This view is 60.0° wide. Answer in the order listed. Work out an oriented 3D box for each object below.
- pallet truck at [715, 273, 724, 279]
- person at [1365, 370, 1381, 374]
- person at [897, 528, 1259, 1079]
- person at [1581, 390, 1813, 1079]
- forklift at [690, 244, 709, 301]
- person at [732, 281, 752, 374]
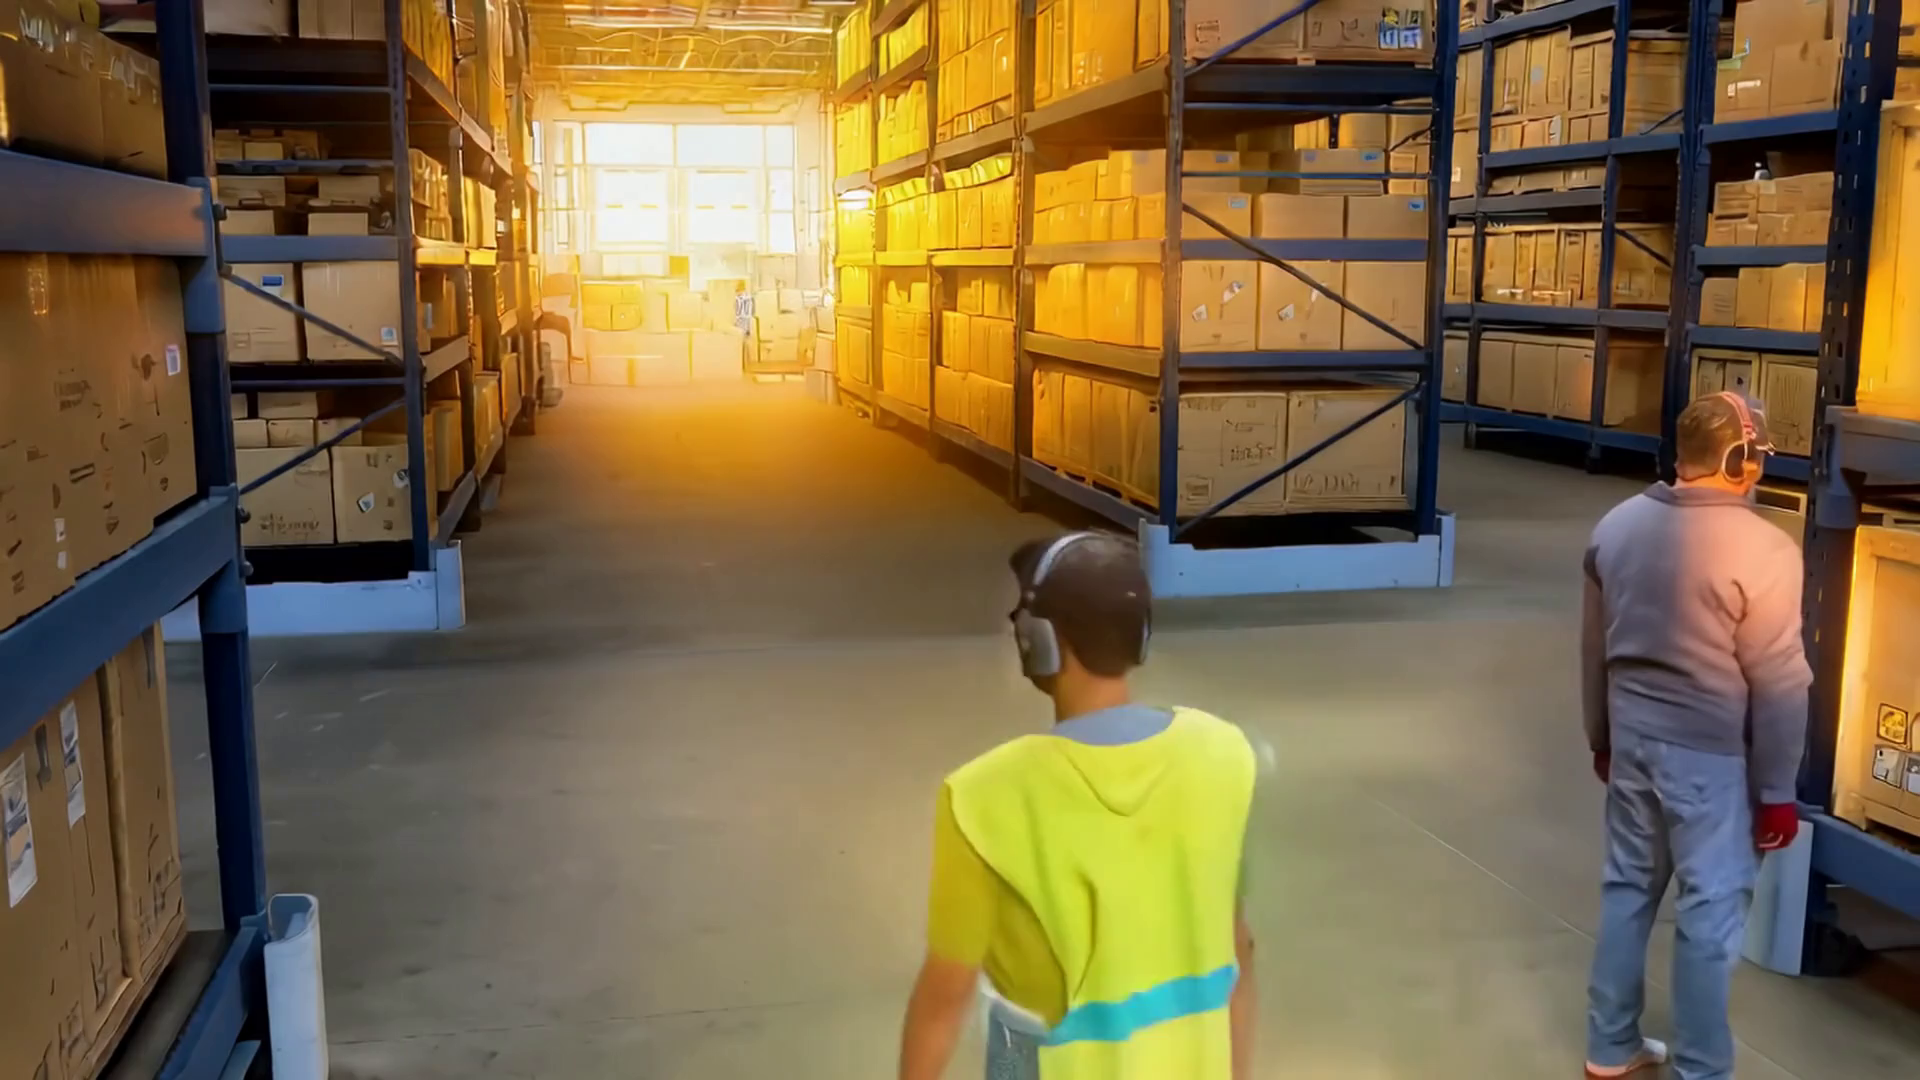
[{"bbox_3d":[-8.580,-8.986,62.280,1.885,1.965,0.823,1,9,5],"label":"pallet truck"},{"bbox_3d":[3.672,-1.146,15.427,0.319,1.690,0.530,-9,13,-42],"label":"person"},{"bbox_3d":[0.134,0.881,2.677,0.592,1.809,0.831,-7,11,-35],"label":"person"},{"bbox_3d":[1.933,0.562,4.362,0.401,1.906,0.649,-4,10,-24],"label":"person"},{"bbox_3d":[-6.844,-6.465,44.229,1.873,2.768,1.129,0,9,3],"label":"forklift"},{"bbox_3d":[-4.571,-4.436,34.736,0.378,1.932,0.551,-8,12,-39],"label":"person"}]
